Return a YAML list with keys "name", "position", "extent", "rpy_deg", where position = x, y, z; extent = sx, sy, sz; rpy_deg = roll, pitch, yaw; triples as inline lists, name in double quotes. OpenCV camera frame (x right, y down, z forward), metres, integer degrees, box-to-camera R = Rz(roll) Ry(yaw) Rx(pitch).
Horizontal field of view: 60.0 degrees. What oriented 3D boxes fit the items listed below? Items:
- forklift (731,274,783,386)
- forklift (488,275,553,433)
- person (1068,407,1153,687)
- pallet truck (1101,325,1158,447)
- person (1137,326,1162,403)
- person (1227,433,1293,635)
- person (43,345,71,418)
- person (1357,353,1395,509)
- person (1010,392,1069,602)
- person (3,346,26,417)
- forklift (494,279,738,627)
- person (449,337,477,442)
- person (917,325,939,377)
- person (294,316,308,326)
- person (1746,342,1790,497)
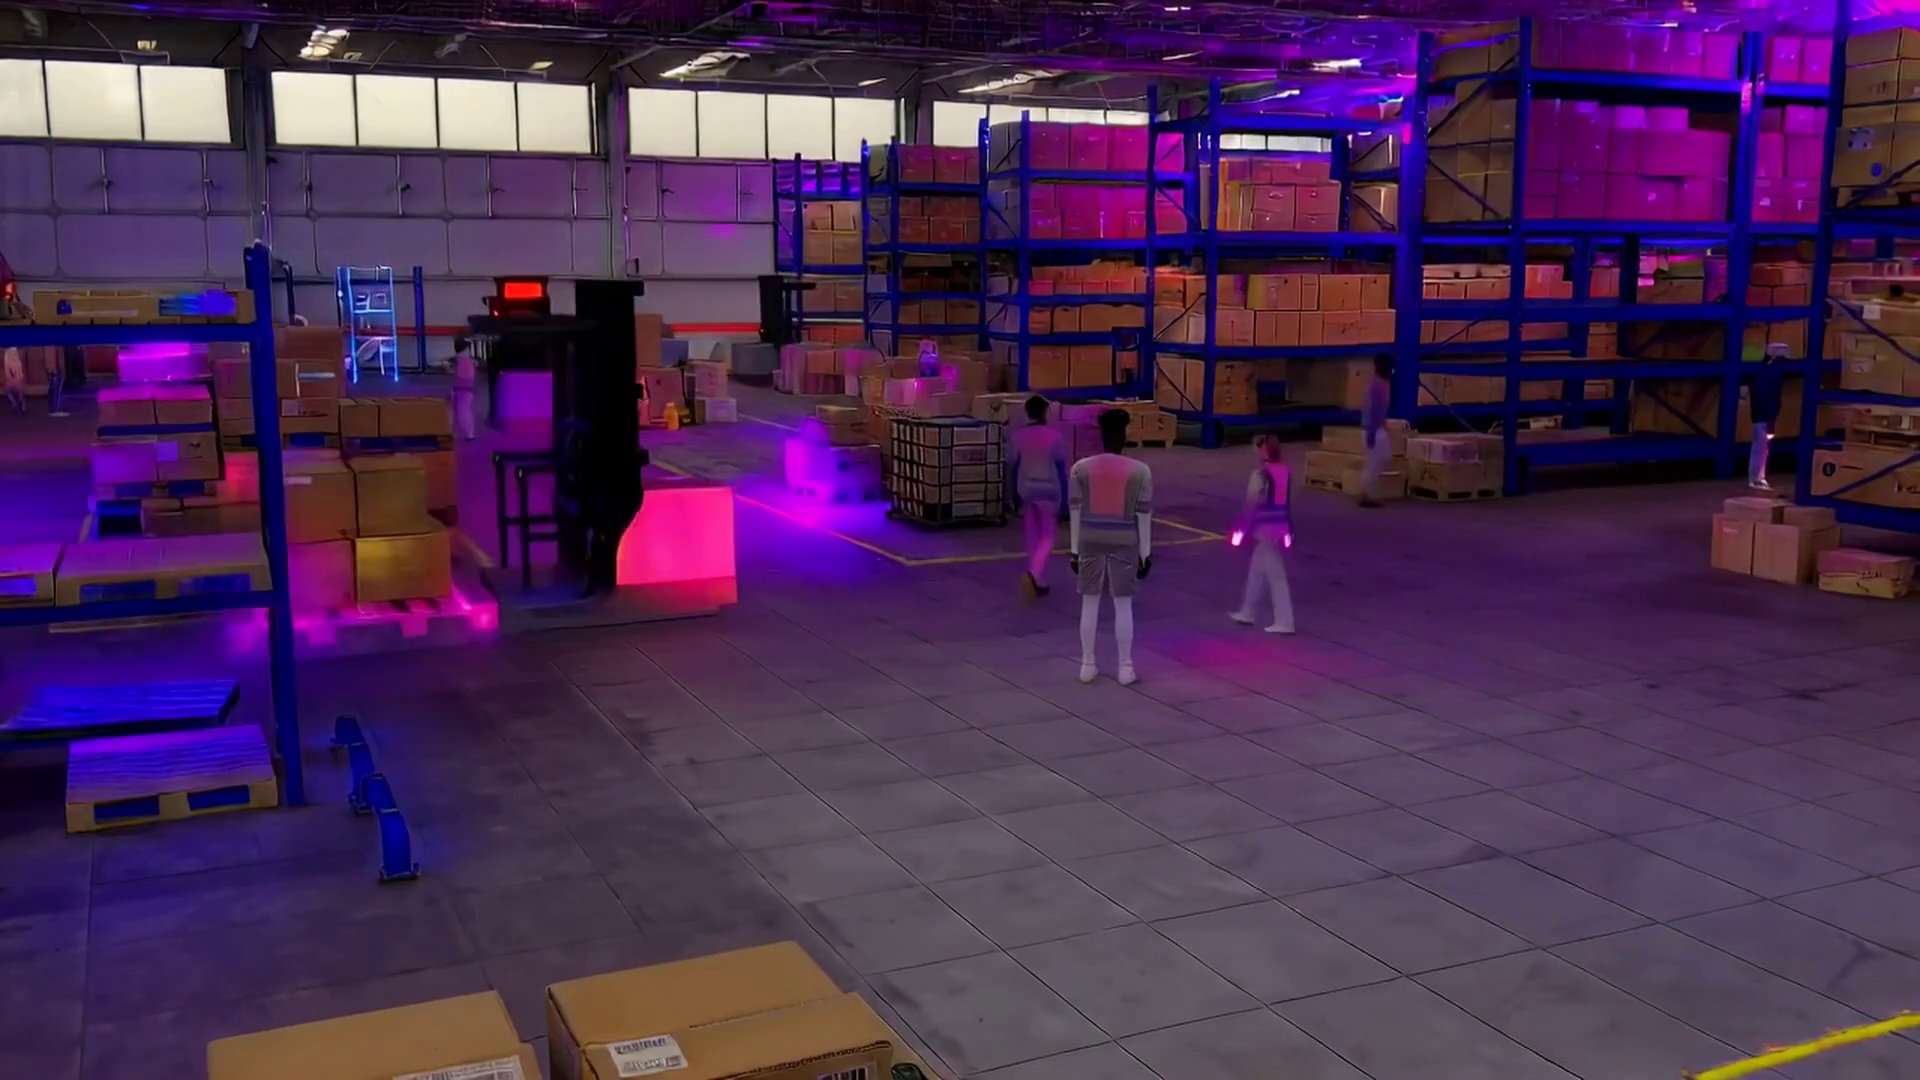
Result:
- name: "forklift"
  position: [-4.824, -5.362, 42.352]
  extent: [1.873, 2.768, 1.129]
  rpy_deg: [-4, 10, -25]
- name: "forklift"
  position: [-7.931, -3.420, 30.308]
  extent: [1.129, 2.768, 1.873]
  rpy_deg: [-4, 10, -25]
- name: "person"
  position: [1.048, 0.063, 11.627]
  extent: [0.598, 1.940, 0.378]
  rpy_deg: [2, 9, 12]
- name: "pallet truck"
  position: [2.881, -2.596, 27.923]
  extent: [0.823, 1.965, 1.885]
  rpy_deg: [-1, 9, -7]
- name: "person"
  position: [3.546, -3.039, 30.954]
  extent: [0.550, 1.916, 0.781]
  rpy_deg: [8, 12, 42]
- name: "person"
  position: [2.390, -0.054, 13.363]
  extent: [0.740, 1.607, 0.513]
  rpy_deg: [6, 11, 34]
- name: "person"
  position: [-18.003, -3.393, 33.106]
  extent: [0.367, 1.931, 0.631]
  rpy_deg: [-2, 9, -10]
- name: "person"
  position: [5.085, -1.321, 20.271]
  extent: [0.481, 1.912, 0.657]
  rpy_deg: [3, 10, 18]
- name: "person"
  position: [0.677, -0.364, 14.527]
  extent: [0.524, 1.856, 0.701]
  rpy_deg: [4, 10, 25]
- name: "person"
  position: [-18.961, -3.297, 33.266]
  extent: [0.375, 1.678, 0.537]
  rpy_deg: [-6, 11, -31]
- name: "forklift"
  position: [-2.937, -0.798, 14.037]
  extent: [1.873, 2.768, 1.129]
  rpy_deg: [-4, 10, -25]
- name: "person"
  position: [-8.467, -2.544, 28.235]
  extent: [0.489, 1.813, 0.726]
  rpy_deg: [-7, 11, -36]
- name: "person"
  position: [-0.731, -3.998, 37.557]
  extent: [0.535, 1.694, 0.322]
  rpy_deg: [-4, 10, -24]
- name: "person"
  position: [-14.822, -4.108, 37.625]
  extent: [0.977, 1.887, 0.573]
  rpy_deg: [-8, 12, -40]
- name: "person"
  position: [10.454, -1.563, 21.534]
  extent: [0.392, 1.991, 0.612]
  rpy_deg: [2, 9, 13]
